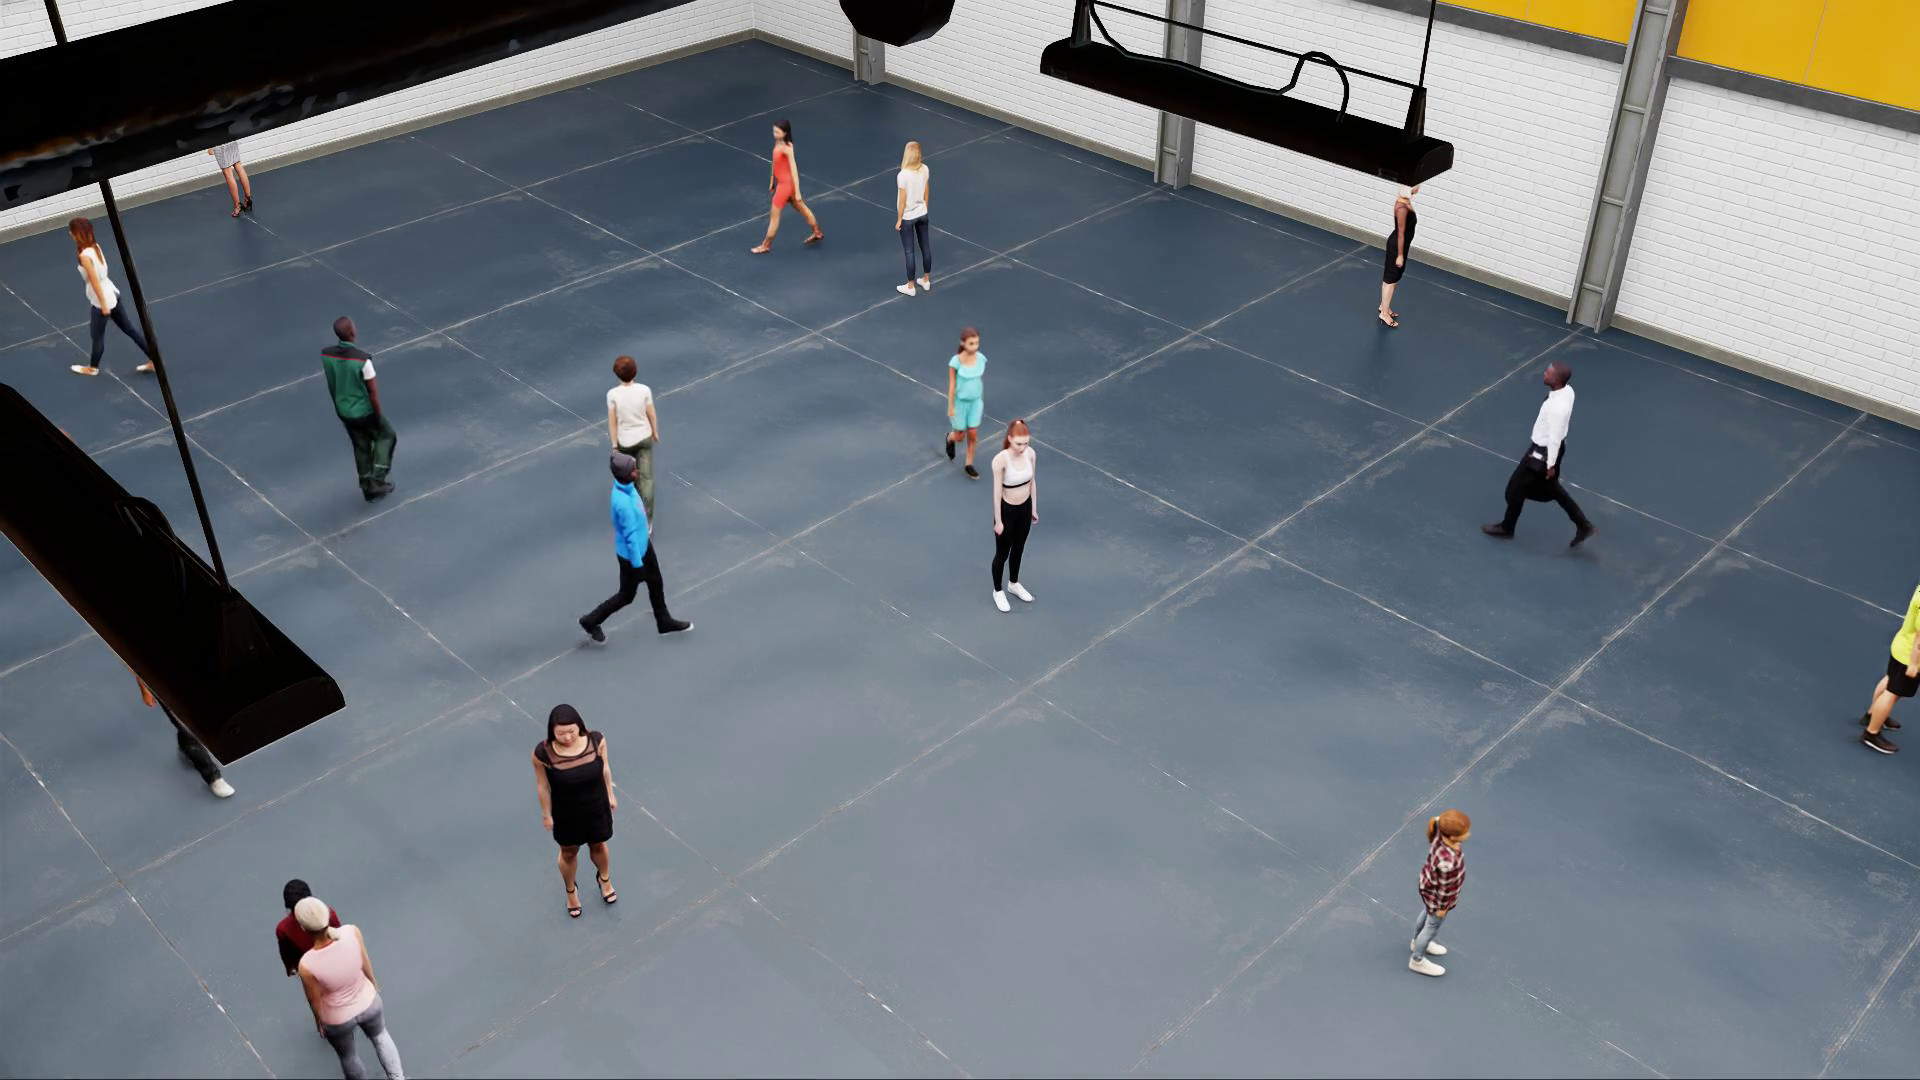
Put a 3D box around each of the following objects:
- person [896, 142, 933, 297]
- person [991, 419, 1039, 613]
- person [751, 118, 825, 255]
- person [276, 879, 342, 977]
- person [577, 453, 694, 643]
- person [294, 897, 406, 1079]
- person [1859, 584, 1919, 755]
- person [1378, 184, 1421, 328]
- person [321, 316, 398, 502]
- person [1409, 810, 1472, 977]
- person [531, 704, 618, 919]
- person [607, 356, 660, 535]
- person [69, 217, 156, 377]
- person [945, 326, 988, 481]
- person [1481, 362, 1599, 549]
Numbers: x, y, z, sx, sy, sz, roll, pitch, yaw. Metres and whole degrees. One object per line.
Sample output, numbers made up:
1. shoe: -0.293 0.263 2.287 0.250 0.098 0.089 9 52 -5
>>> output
1. person: -0.516 -3.668 18.951 0.610 1.809 0.524 -25 41 -32
2. person: 0.436 -0.230 13.830 0.621 1.751 0.571 -21 39 -29
3. person: -1.993 -4.238 19.939 1.018 1.664 1.190 -11 35 -16
4. person: -3.867 2.571 10.073 0.569 1.244 0.664 -22 39 -29
5. person: -2.708 0.104 13.313 1.135 1.767 1.155 -4 34 -6
6. person: -3.438 2.695 9.461 0.835 1.716 0.550 29 43 36
7. person: 7.060 0.793 12.331 0.615 1.706 0.680 17 37 24
8. person: 4.825 -3.217 18.326 0.667 1.747 0.663 8 35 13
9. person: -5.511 -1.137 15.128 0.797 1.825 0.885 6 34 9
10. person: 3.032 2.210 10.562 0.641 1.305 0.605 7 34 10
11. person: -2.499 1.752 10.878 0.723 1.718 0.707 -15 37 -22
12. person: -2.892 -0.828 14.857 0.971 1.610 1.206 -8 35 -12
13. person: -8.751 -2.483 17.231 1.082 1.738 1.117 -5 34 -8
14. person: 0.031 -1.323 15.659 0.721 1.548 0.862 -13 36 -18
15. person: 5.208 -0.705 14.499 1.262 1.802 0.857 18 38 25
